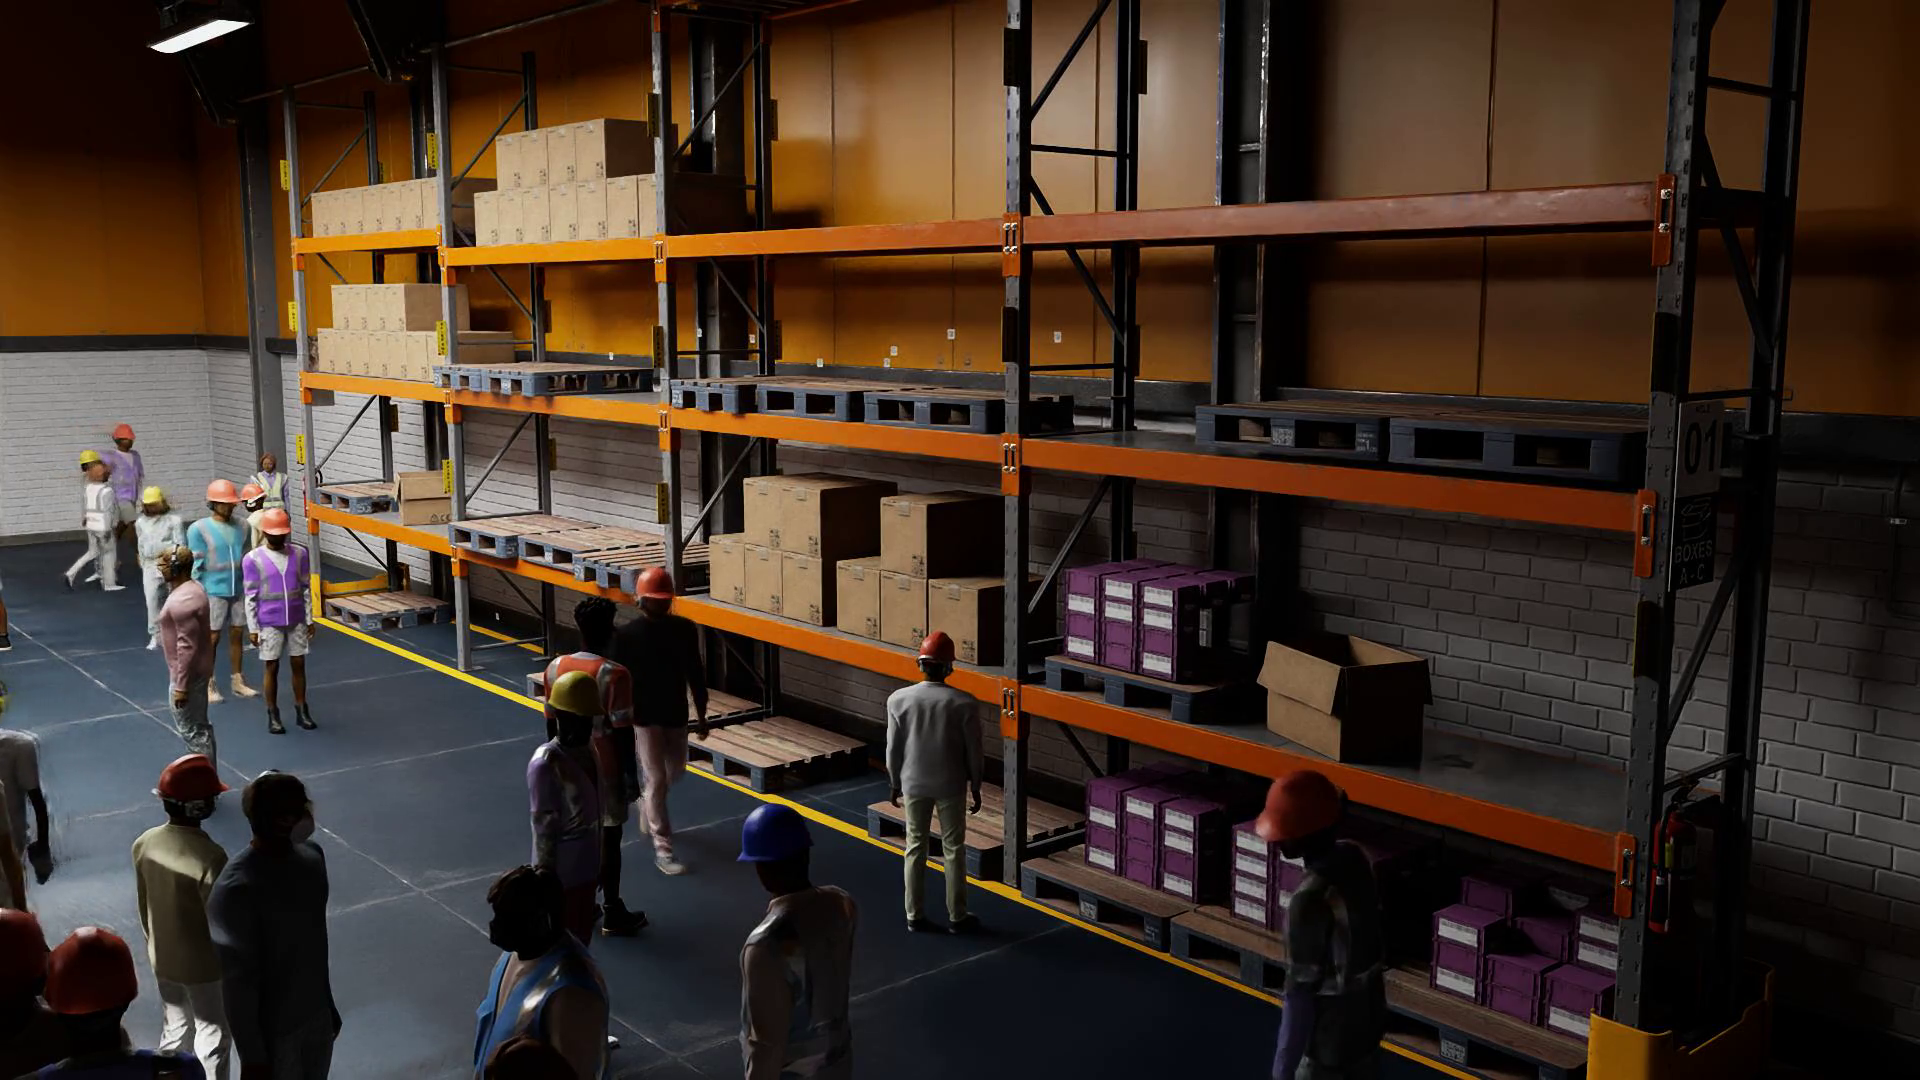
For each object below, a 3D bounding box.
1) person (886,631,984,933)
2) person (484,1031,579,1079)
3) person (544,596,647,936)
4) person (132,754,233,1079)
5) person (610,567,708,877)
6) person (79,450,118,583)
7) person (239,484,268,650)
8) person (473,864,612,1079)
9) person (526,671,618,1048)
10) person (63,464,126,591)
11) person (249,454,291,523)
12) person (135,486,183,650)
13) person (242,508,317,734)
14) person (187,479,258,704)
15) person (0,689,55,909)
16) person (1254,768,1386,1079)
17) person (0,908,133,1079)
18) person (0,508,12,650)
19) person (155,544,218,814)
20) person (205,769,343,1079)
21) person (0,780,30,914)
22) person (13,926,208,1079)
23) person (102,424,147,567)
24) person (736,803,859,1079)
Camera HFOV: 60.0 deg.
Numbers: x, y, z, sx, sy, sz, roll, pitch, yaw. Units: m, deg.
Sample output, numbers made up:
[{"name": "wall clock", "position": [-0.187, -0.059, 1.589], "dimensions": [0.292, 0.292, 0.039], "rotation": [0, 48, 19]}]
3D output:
[{"name": "person", "position": [-0.139, 1.395, 9.641], "dimensions": [0.573, 1.749, 0.342], "rotation": [1, 8, 10]}, {"name": "person", "position": [-1.161, 2.168, 4.753], "dimensions": [0.528, 1.611, 0.346], "rotation": [6, 10, 34]}, {"name": "person", "position": [-2.108, 1.294, 9.609], "dimensions": [0.612, 1.963, 0.363], "rotation": [4, 9, 27]}, {"name": "person", "position": [-3.228, 1.766, 7.059], "dimensions": [0.565, 1.751, 0.330], "rotation": [4, 9, 28]}, {"name": "person", "position": [-1.988, 1.123, 10.826], "dimensions": [0.627, 1.969, 0.895], "rotation": [-6, 10, -34]}, {"name": "person", "position": [-11.200, -0.307, 21.553], "dimensions": [0.490, 1.734, 0.326], "rotation": [3, 9, 21]}, {"name": "person", "position": [-7.366, 0.277, 17.466], "dimensions": [0.350, 1.739, 0.574], "rotation": [0, 8, 0]}, {"name": "person", "position": [-1.375, 1.956, 5.493], "dimensions": [0.431, 1.836, 0.618], "rotation": [-5, 10, -33]}, {"name": "person", "position": [-1.829, 1.561, 7.899], "dimensions": [0.376, 1.922, 0.593], "rotation": [1, 8, 9]}, {"name": "person", "position": [-10.834, -0.132, 20.754], "dimensions": [0.545, 1.617, 0.612], "rotation": [5, 10, 33]}, {"name": "person", "position": [-9.130, -0.328, 22.027], "dimensions": [0.515, 1.636, 0.314], "rotation": [-6, 10, -37]}, {"name": "person", "position": [-8.443, 0.261, 17.639], "dimensions": [0.487, 1.719, 0.688], "rotation": [-1, 8, -7]}, {"name": "person", "position": [-5.730, 0.679, 14.044], "dimensions": [0.553, 1.923, 0.392], "rotation": [-7, 11, -41]}, {"name": "person", "position": [-6.679, 0.462, 15.137], "dimensions": [0.395, 2.039, 0.615], "rotation": [6, 10, 34]}, {"name": "person", "position": [-4.813, 1.570, 8.131], "dimensions": [0.536, 1.835, 0.779], "rotation": [1, 8, 7]}, {"name": "person", "position": [1.348, 1.790, 6.038], "dimensions": [0.524, 2.005, 0.636], "rotation": [6, 10, 36]}, {"name": "person", "position": [-2.641, 1.990, 4.717], "dimensions": [0.627, 1.985, 0.409], "rotation": [-3, 9, -21]}, {"name": "person", "position": [-10.126, 0.218, 17.144], "dimensions": [0.368, 1.958, 0.611], "rotation": [1, 8, 8]}, {"name": "person", "position": [-5.508, 0.984, 11.855], "dimensions": [0.357, 1.938, 0.637], "rotation": [-3, 9, -18]}, {"name": "person", "position": [-2.507, 1.800, 6.189], "dimensions": [0.372, 1.940, 0.631], "rotation": [1, 8, 6]}, {"name": "person", "position": [-4.586, 1.664, 7.566], "dimensions": [0.699, 1.809, 0.524], "rotation": [-2, 8, -11]}, {"name": "person", "position": [-2.361, 2.020, 4.646], "dimensions": [0.547, 1.942, 0.350], "rotation": [-4, 9, -28]}, {"name": "person", "position": [-11.351, -0.588, 22.620], "dimensions": [1.038, 1.996, 0.626], "rotation": [2, 8, 13]}, {"name": "person", "position": [-0.579, 1.860, 5.773], "dimensions": [0.402, 1.937, 0.604], "rotation": [4, 9, 24]}]
